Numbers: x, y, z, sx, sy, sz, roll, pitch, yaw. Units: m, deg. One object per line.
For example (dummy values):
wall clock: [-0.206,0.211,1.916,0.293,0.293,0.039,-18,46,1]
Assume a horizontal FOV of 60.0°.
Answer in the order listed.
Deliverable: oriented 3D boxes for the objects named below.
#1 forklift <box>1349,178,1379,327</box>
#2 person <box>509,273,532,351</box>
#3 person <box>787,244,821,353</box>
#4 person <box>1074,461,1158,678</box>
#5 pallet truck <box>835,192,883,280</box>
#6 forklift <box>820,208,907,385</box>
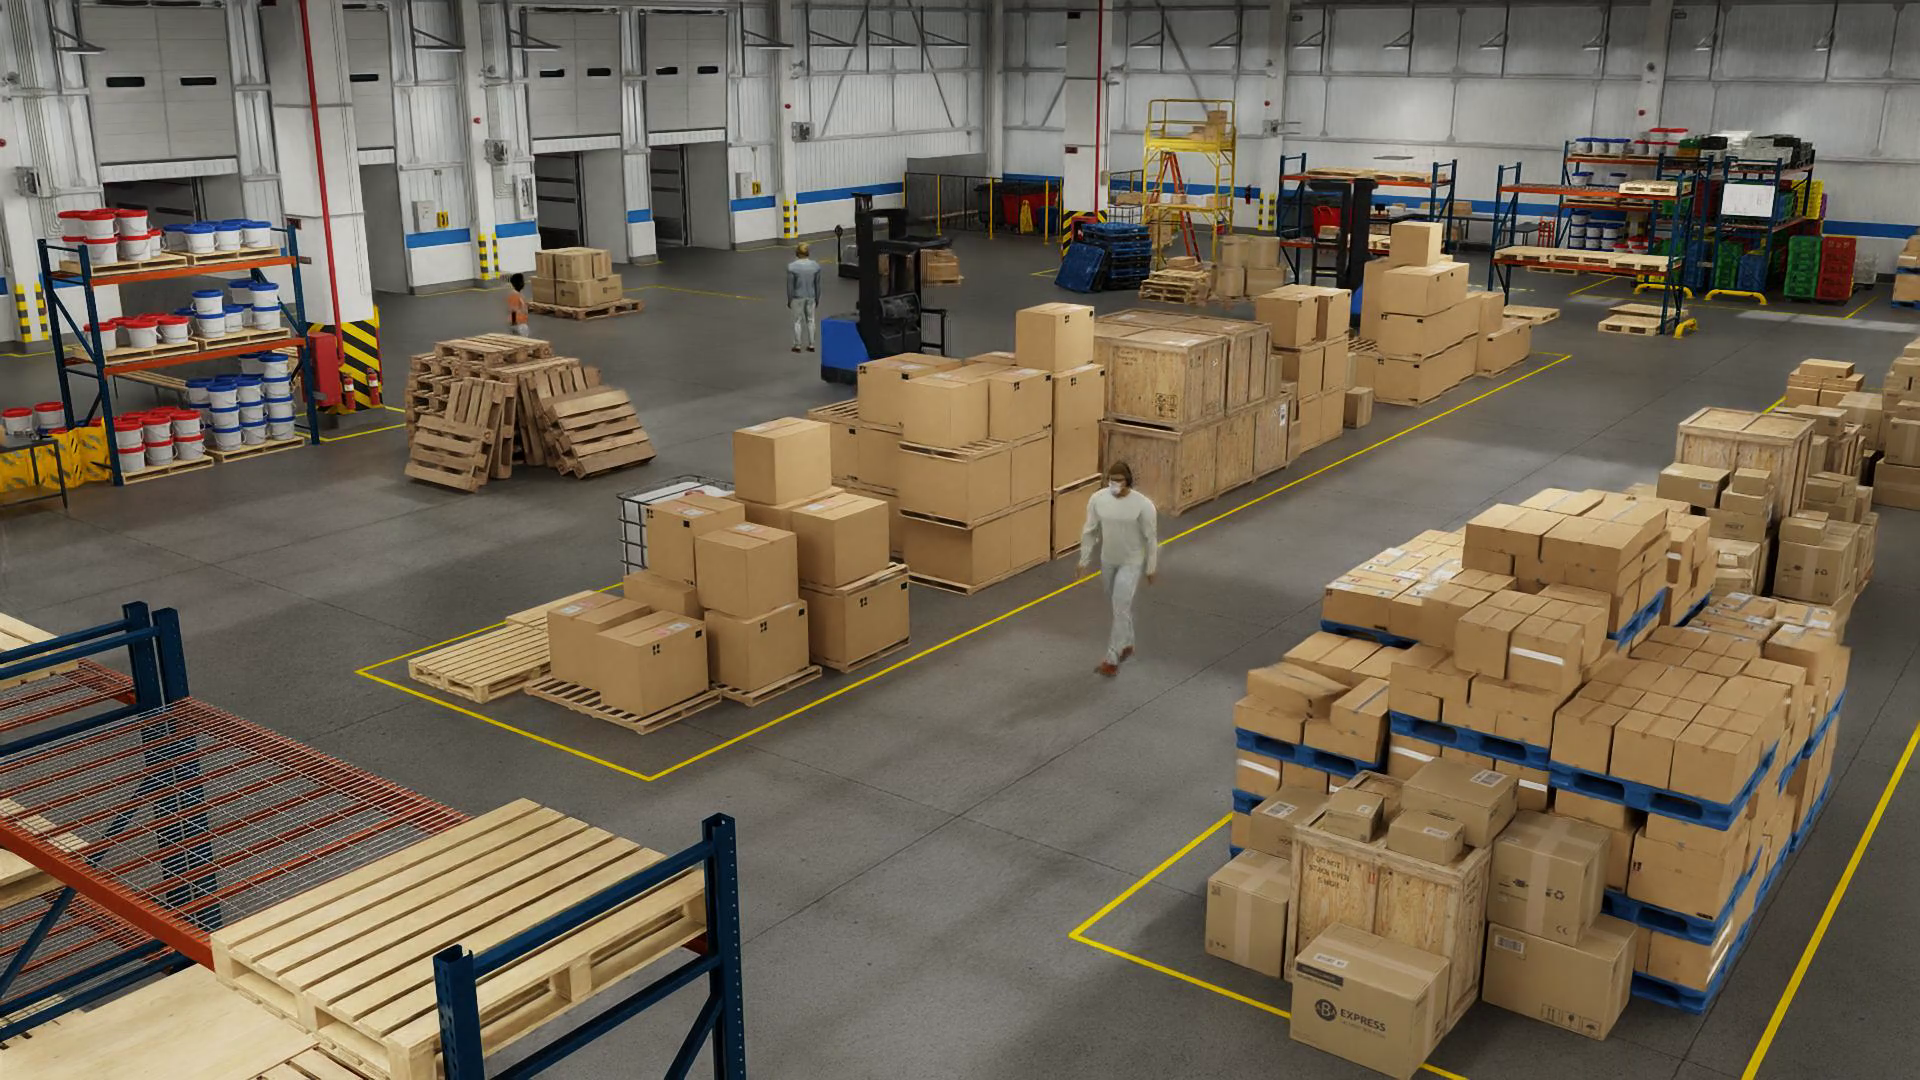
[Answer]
forklift: [7.734,-5.553,32.163,1.873,2.768,1.129,3,17,10]
person: [-7.486,-3.673,28.010,0.817,1.668,0.537,-1,17,-3]
person: [-2.782,-4.298,29.640,0.634,1.929,0.387,-8,19,-25]
person: [1.350,0.244,14.639,0.640,1.897,0.956,12,21,35]
pallet truck: [-1.936,-7.159,38.982,1.885,1.965,0.823,-12,21,-34]
forklift: [-1.250,-3.861,26.558,1.873,2.768,1.129,12,21,35]
